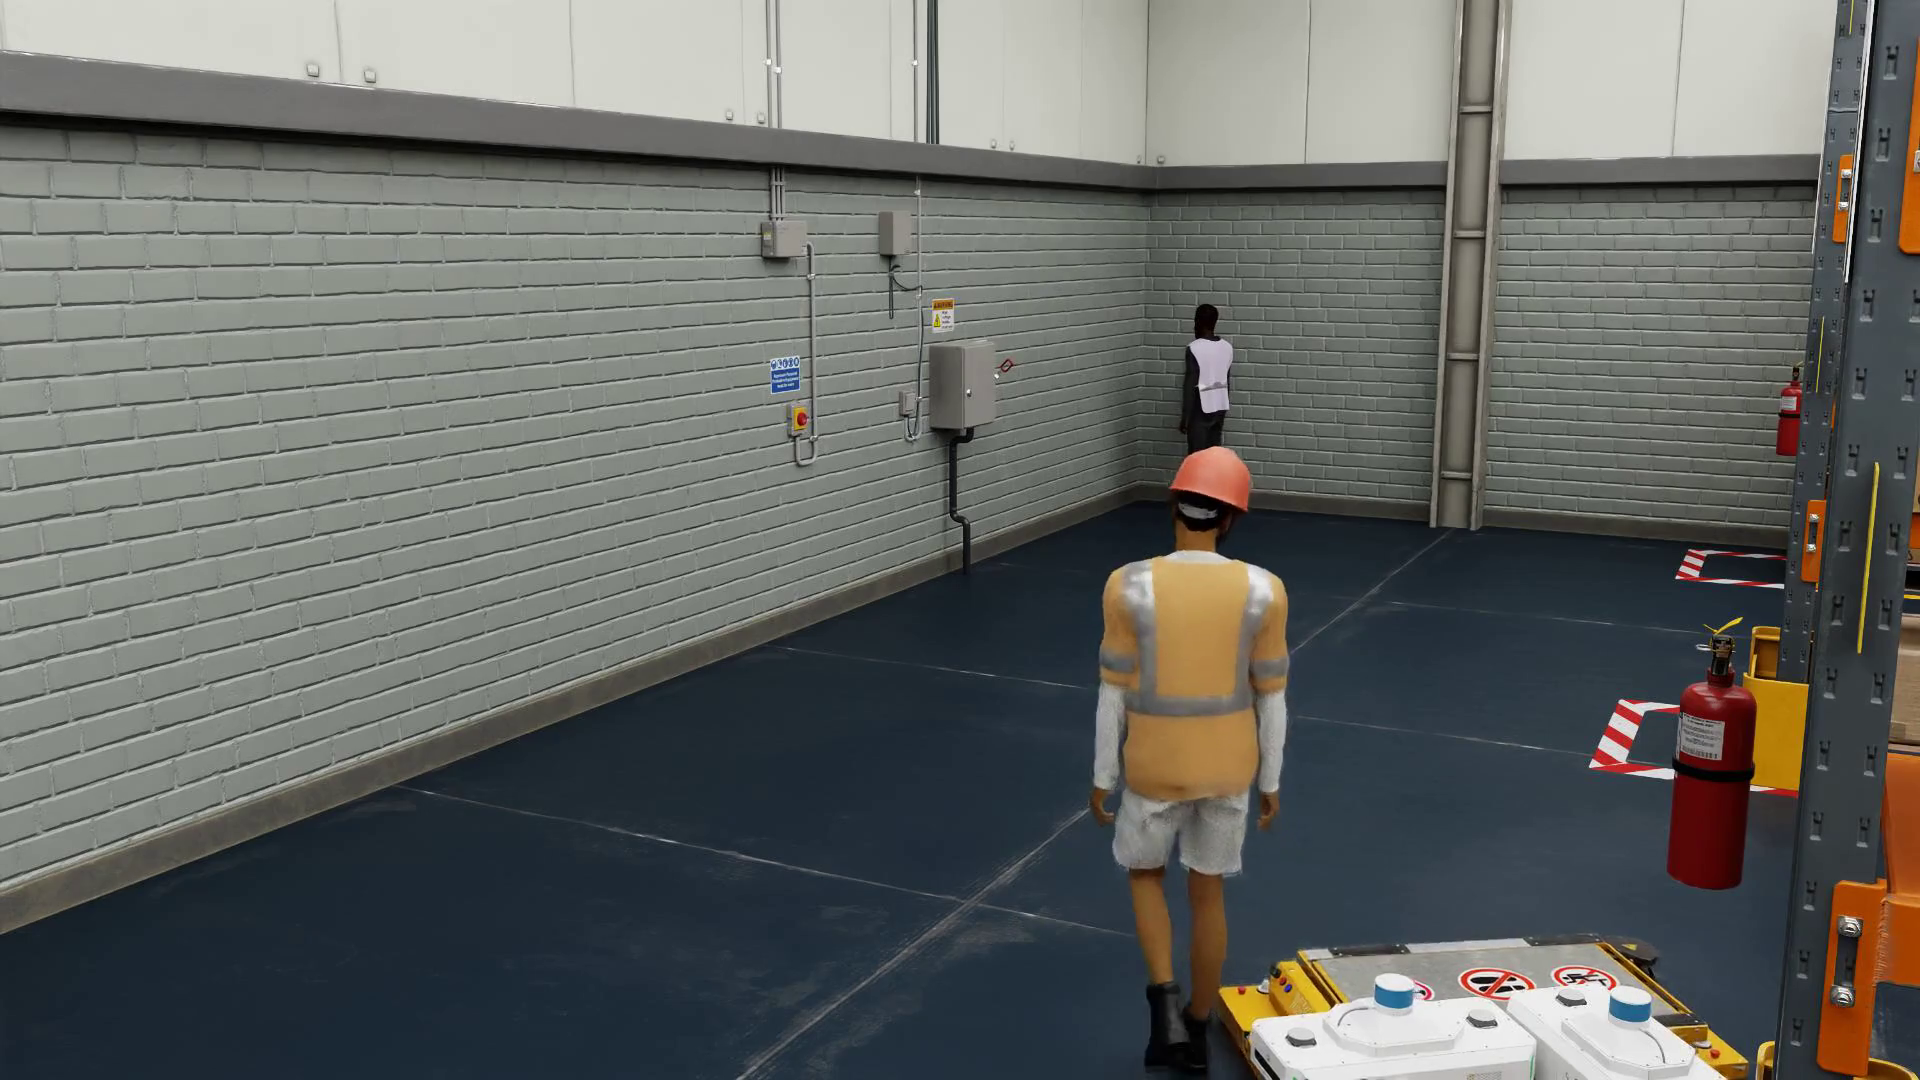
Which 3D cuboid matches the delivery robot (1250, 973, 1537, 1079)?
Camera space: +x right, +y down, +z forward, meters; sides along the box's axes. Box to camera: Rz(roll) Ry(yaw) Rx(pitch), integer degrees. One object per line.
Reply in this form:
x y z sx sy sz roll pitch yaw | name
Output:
1.143 1.398 4.421 0.707 0.478 0.477 -2 11 -11 | delivery robot

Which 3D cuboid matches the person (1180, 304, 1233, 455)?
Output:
2.192 -1.131 14.777 0.396 1.912 0.589 10 14 43 | person

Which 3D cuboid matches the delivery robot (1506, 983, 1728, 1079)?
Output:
1.736 1.412 4.344 0.477 0.478 0.707 -2 11 -12 | delivery robot

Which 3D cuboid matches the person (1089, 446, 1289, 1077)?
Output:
0.674 0.680 4.914 0.582 1.902 0.504 0 10 -1 | person

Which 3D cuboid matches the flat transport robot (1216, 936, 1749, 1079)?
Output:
1.571 1.461 5.106 1.431 0.197 0.652 -1 10 -7 | flat transport robot
